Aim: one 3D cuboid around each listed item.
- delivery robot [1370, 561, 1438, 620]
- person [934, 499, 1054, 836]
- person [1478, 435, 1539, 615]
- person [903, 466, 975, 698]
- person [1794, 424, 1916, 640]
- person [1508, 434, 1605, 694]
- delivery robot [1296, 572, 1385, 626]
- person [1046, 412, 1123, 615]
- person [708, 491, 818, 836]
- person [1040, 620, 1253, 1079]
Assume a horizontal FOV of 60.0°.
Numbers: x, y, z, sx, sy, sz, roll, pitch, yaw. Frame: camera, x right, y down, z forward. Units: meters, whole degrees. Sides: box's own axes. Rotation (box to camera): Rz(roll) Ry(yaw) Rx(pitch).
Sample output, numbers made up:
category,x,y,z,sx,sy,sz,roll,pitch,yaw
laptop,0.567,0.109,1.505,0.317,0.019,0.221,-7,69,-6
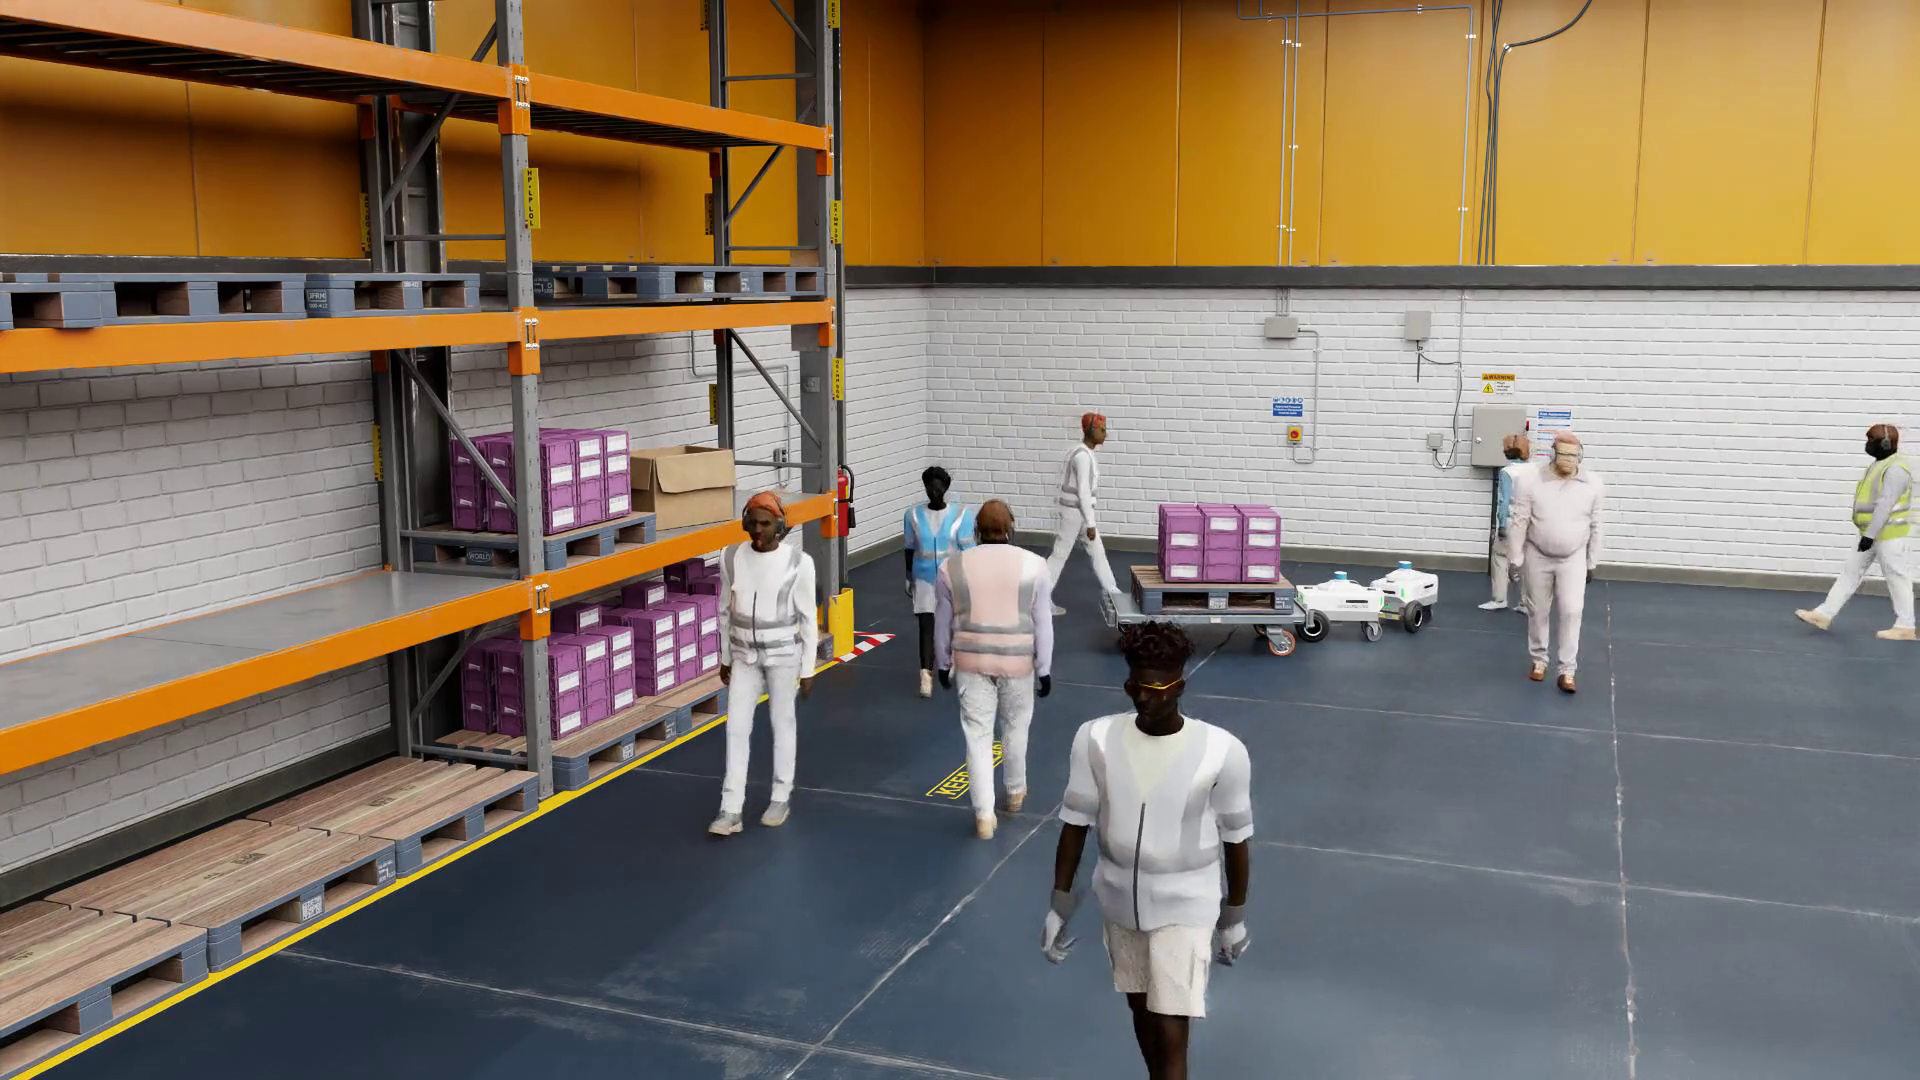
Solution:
category,x,y,z,sx,sy,sz,roll,pitch,yaw
delivery robot,3.846,0.428,14.389,0.477,0.478,0.707,8,12,41
person,0.188,0.666,9.239,0.654,1.811,0.848,0,9,2
person,4.977,-0.141,14.917,0.588,1.617,0.470,-5,10,-29
person,-0.154,0.274,12.222,0.540,1.652,0.857,1,9,5
person,7.570,-0.065,13.893,0.932,1.799,0.627,2,9,11
person,4.359,0.168,12.182,0.653,1.872,0.859,3,9,17
delivery robot,3.171,0.508,13.882,0.707,0.478,0.477,1,9,7
person,1.130,-0.215,14.746,1.040,1.815,0.583,2,9,12
person,-1.084,0.681,8.962,0.610,1.867,0.730,3,9,15
person,0.582,1.219,5.428,0.629,1.919,0.964,5,10,28
